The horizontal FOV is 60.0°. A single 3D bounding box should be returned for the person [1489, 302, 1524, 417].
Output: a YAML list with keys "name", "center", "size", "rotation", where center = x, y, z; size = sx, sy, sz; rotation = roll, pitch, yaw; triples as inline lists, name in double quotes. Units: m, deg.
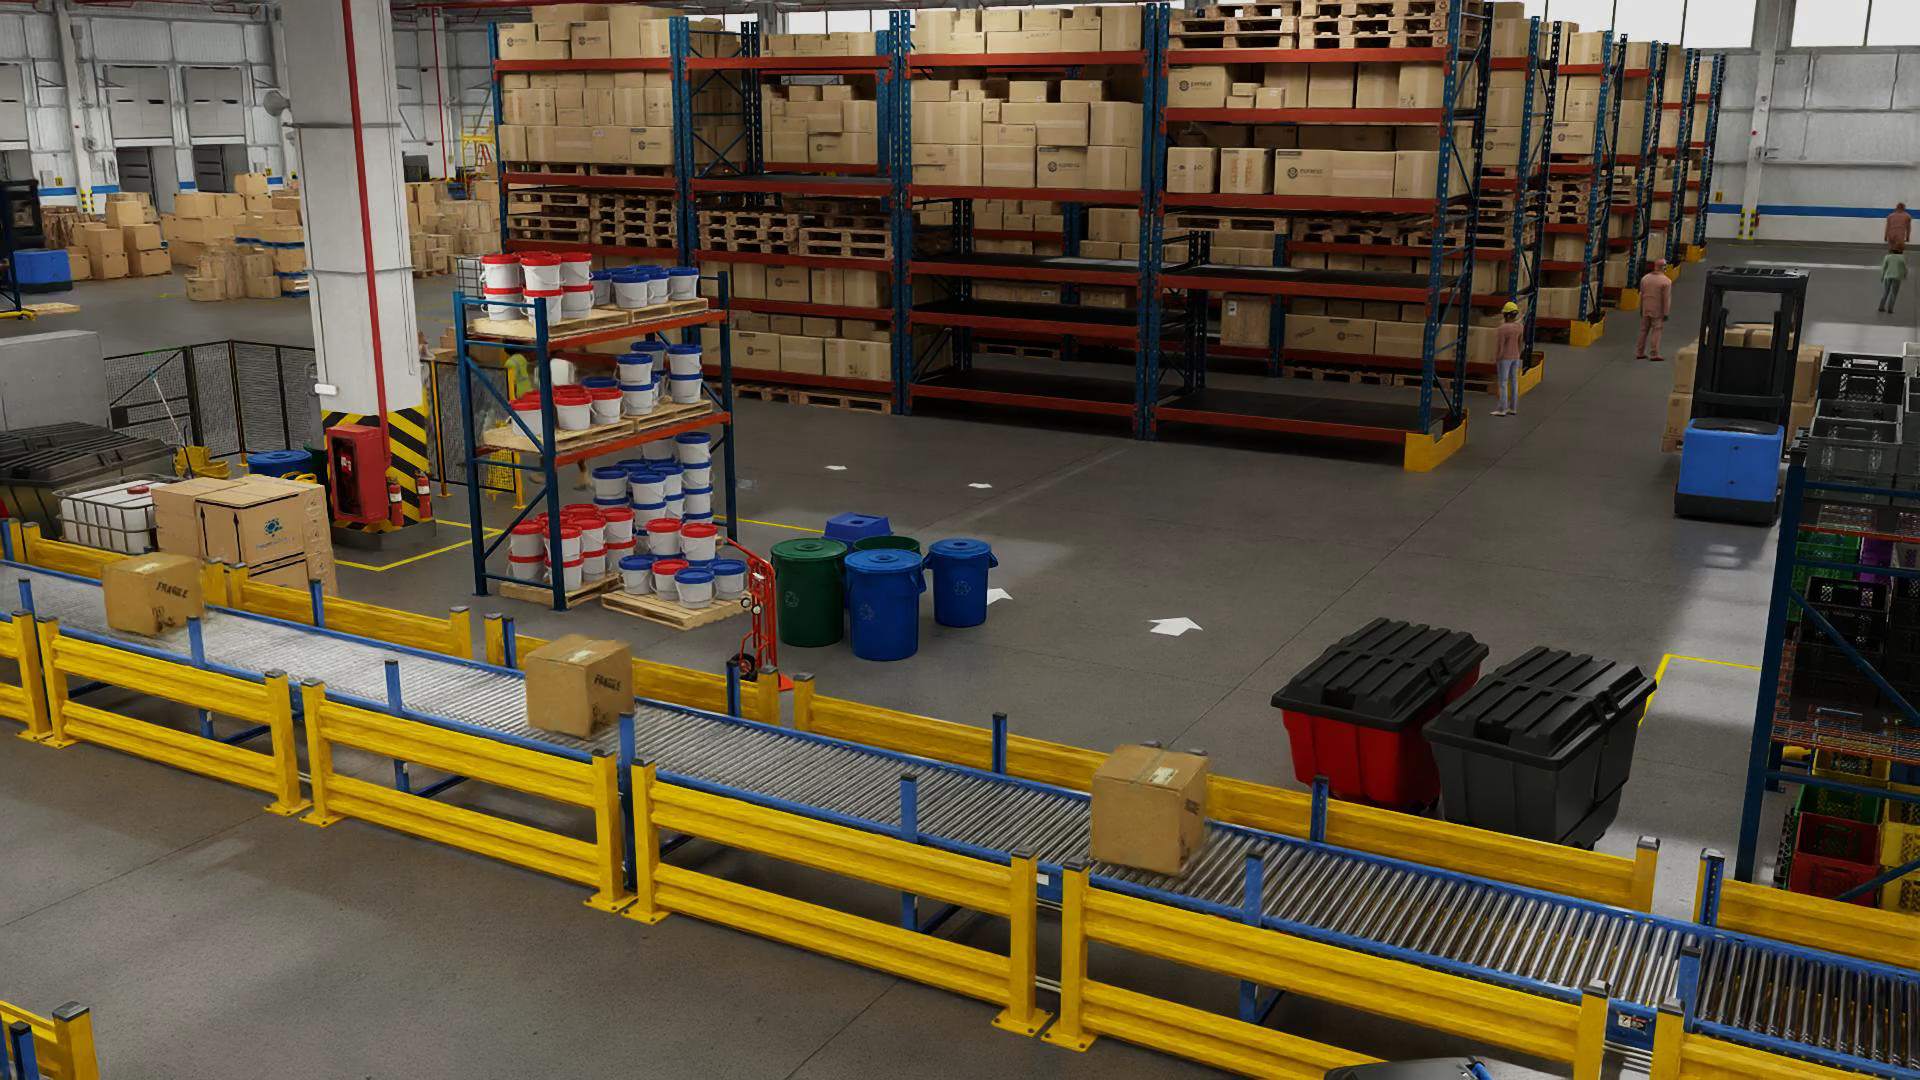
- name: "person"
  center: [8.465, -2.796, 25.743]
  size: [0.523, 1.769, 0.324]
  rotation: [-8, 17, -27]

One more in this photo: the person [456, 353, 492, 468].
- name: "person"
  center: [-6.360, -1.697, 21.937]
  size: [0.849, 1.591, 0.519]
  rotation: [9, 17, 31]

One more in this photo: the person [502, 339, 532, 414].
- name: "person"
  center: [-6.001, -2.017, 23.001]
  size: [0.647, 1.671, 0.543]
  rotation: [2, 15, 9]

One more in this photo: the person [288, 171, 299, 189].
- name: "person"
  center: [-27.159, -14.133, 68.058]
  size: [0.589, 1.926, 0.387]
  rotation: [-13, 20, -41]

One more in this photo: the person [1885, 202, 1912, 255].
- name: "person"
  center: [27.208, -8.852, 48.287]
  size: [0.646, 1.877, 0.879]
  rotation: [8, 17, 28]

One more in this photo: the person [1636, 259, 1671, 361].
- name: "person"
  center: [13.035, -4.306, 31.174]
  size: [0.400, 1.901, 0.642]
  rotation: [-9, 17, -30]

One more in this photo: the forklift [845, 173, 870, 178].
- name: "forklift"
  center: [-3.491, -11.519, 56.403]
  size: [1.129, 2.768, 1.873]
  rotation: [11, 19, 36]

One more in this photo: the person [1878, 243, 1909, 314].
- name: "person"
  center: [21.369, -5.973, 38.001]
  size: [0.465, 1.607, 0.510]
  rotation: [-10, 18, -33]

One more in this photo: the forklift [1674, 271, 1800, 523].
- name: "forklift"
  center: [9.269, -1.763, 19.726]
  size: [1.129, 2.768, 1.873]
  rotation: [8, 17, 27]

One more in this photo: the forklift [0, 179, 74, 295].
- name: "forklift"
  center: [-23.520, -7.647, 41.847]
  size: [1.873, 2.768, 1.129]
  rotation: [8, 17, 28]

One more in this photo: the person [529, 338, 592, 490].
- name: "person"
  center: [-5.064, -1.614, 20.894]
  size: [1.089, 1.996, 0.623]
  rotation: [13, 19, 39]

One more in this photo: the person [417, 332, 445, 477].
- name: "person"
  center: [-7.018, -1.768, 21.656]
  size: [0.472, 1.894, 0.649]
  rotation: [10, 18, 34]
